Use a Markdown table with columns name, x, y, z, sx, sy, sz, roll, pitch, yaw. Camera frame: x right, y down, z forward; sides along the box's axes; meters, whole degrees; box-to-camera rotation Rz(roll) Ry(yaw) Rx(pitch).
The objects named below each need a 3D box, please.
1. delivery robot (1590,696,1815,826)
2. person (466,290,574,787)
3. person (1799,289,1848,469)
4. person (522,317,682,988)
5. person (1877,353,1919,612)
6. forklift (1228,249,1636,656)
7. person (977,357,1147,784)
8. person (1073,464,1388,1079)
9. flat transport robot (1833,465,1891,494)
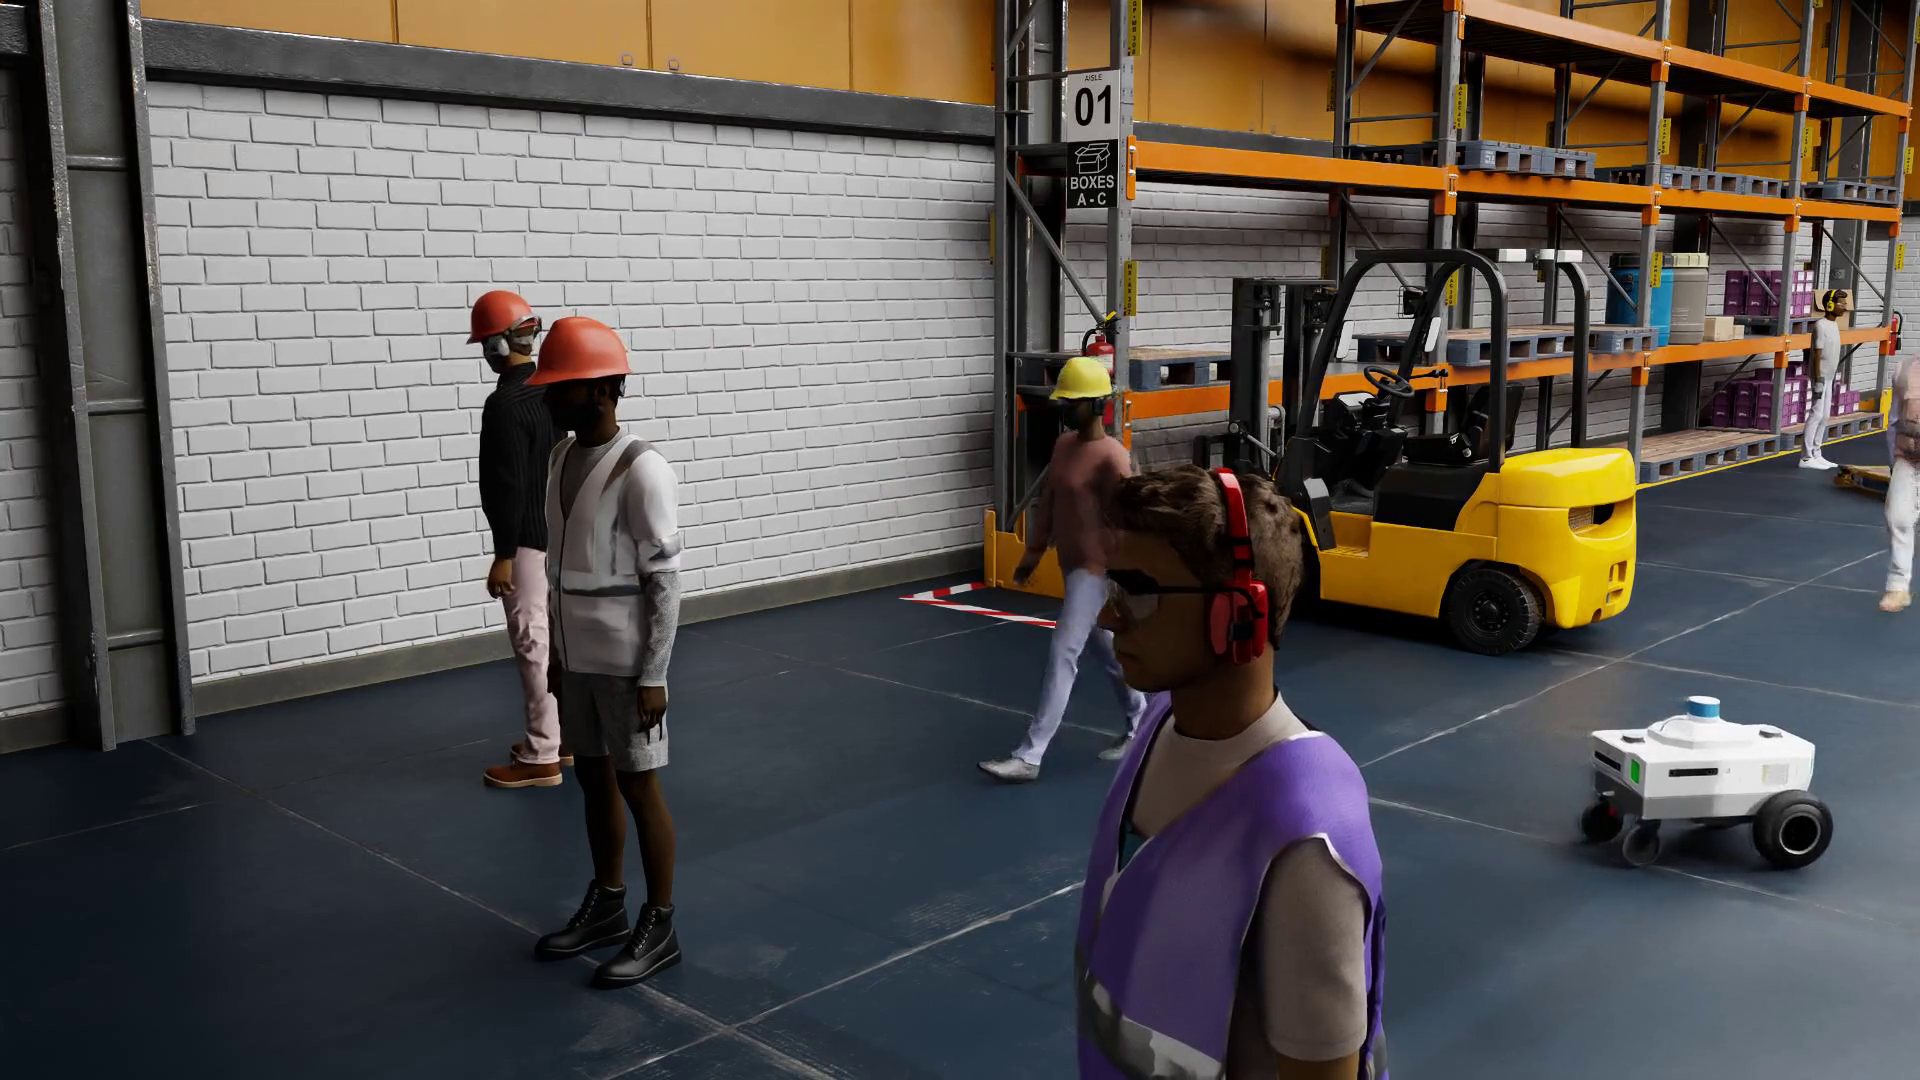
| name | x | y | z | sx | sy | sz | roll | pitch | yaw |
| --- | --- | --- | --- | --- | --- | --- | --- | --- | --- |
| delivery robot | 2.616 | 0.797 | 5.884 | 0.707 | 0.478 | 0.477 | -1 | 9 | -7 |
| person | -1.759 | 0.000 | 6.685 | 0.401 | 1.984 | 0.612 | 1 | 9 | 7 |
| person | 8.984 | -1.663 | 17.274 | 0.322 | 1.862 | 0.512 | 9 | 13 | 44 |
| person | -1.047 | 0.328 | 4.818 | 0.552 | 1.935 | 0.374 | 9 | 13 | 44 |
| person | 5.810 | -0.443 | 9.920 | 0.662 | 1.821 | 0.638 | -9 | 13 | -43 |
| forklift | 2.710 | -0.584 | 9.626 | 2.313 | 2.155 | 1.214 | 9 | 13 | 43 |
| person | 0.472 | 0.117 | 6.785 | 0.879 | 1.721 | 0.532 | -3 | 10 | -19 |
| person | 0.317 | 0.824 | 2.056 | 0.389 | 1.846 | 0.566 | -2 | 9 | -12 |
| flat transport robot | 8.580 | -0.512 | 15.064 | 0.652 | 0.197 | 1.431 | 0 | 9 | 3 |
